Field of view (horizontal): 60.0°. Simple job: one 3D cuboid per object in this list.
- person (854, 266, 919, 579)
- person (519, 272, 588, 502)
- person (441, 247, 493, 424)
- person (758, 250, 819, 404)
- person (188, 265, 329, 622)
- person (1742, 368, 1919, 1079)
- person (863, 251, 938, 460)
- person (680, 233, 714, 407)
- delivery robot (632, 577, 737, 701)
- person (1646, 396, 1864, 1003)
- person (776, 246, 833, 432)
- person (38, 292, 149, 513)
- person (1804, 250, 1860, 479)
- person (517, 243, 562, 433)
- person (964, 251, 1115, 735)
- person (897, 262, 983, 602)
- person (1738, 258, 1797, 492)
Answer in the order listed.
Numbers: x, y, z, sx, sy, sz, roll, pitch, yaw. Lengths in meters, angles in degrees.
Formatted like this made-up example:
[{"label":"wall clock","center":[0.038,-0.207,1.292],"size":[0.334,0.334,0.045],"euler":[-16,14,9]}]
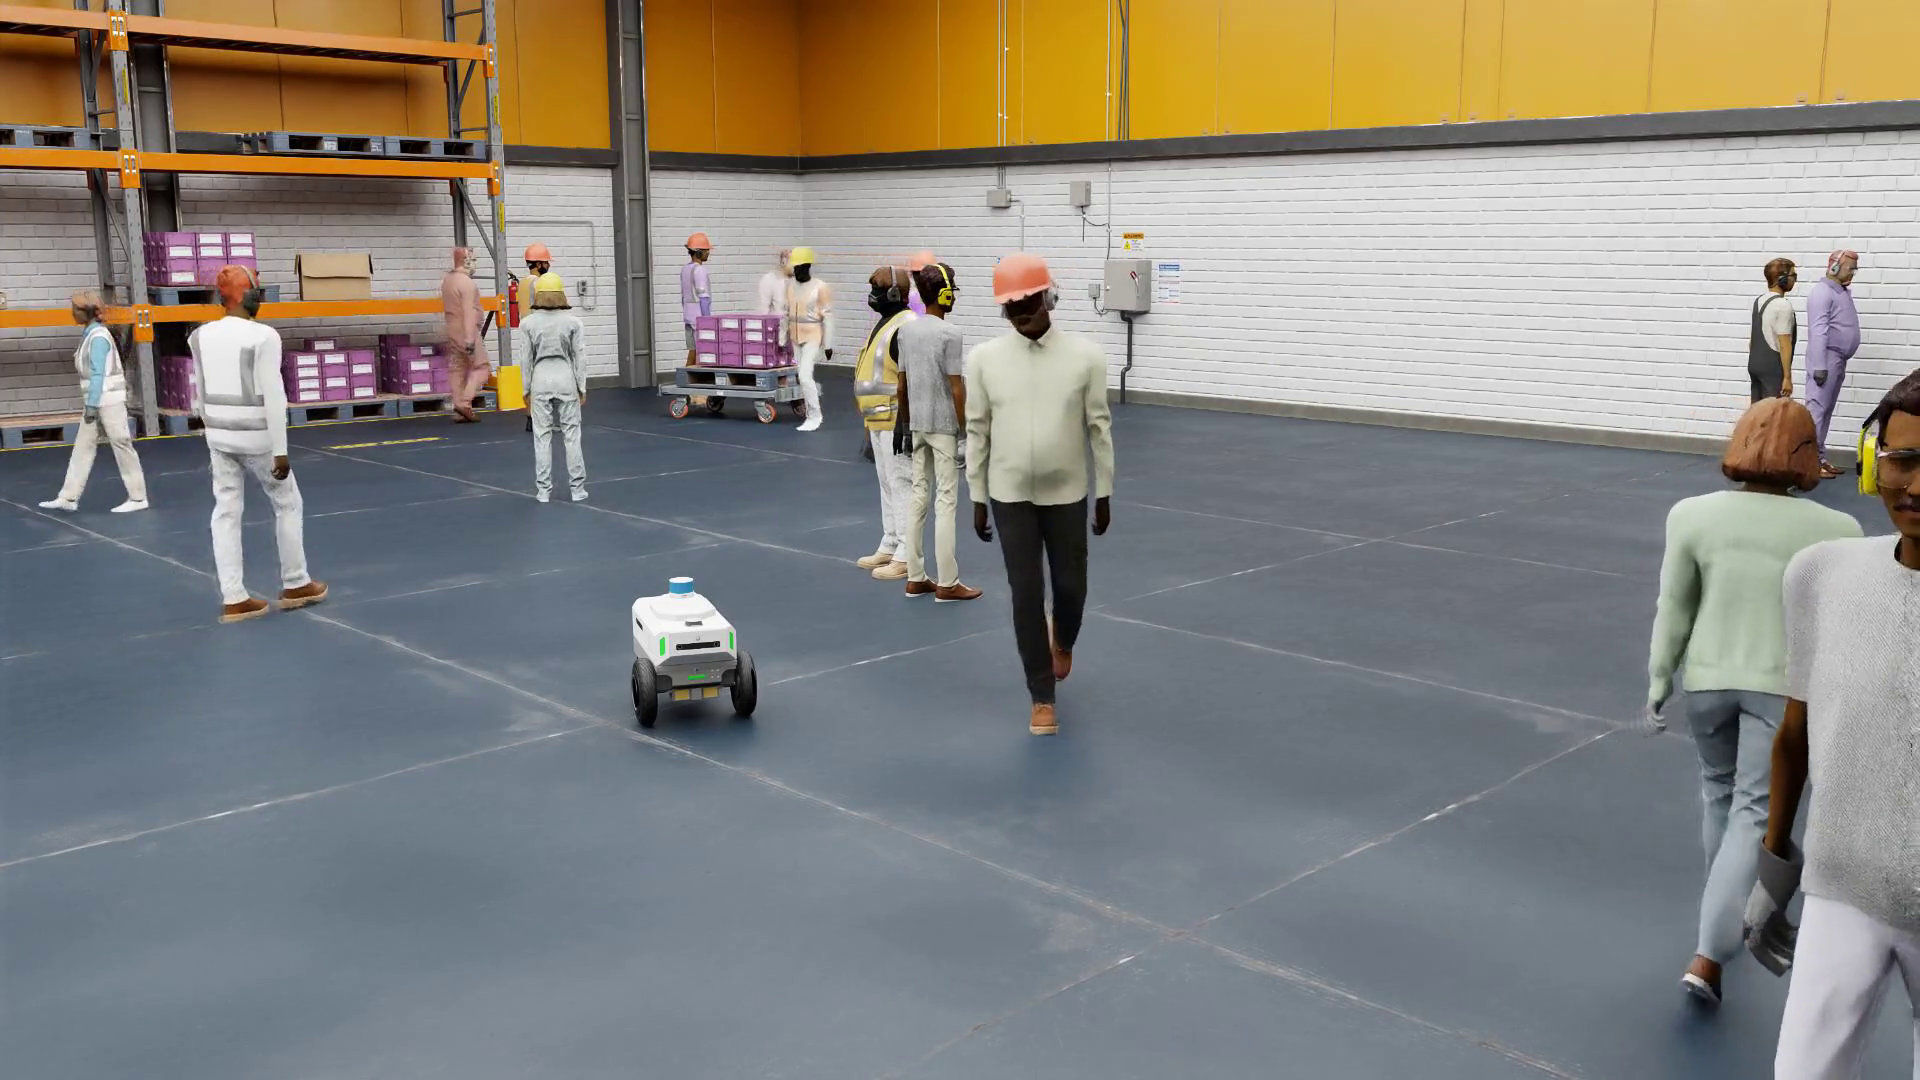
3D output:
[{"label":"person","center":[-0.410,-0.694,9.871],"size":[0.429,1.845,0.621],"euler":[-3,11,-16]},{"label":"person","center":[-3.096,-1.160,12.689],"size":[0.492,1.740,0.325],"euler":[-2,11,-11]},{"label":"person","center":[-5.288,-2.183,17.851],"size":[0.424,1.893,0.643],"euler":[-9,14,-42]},{"label":"person","center":[-2.075,-2.482,19.620],"size":[0.676,1.833,1.027],"euler":[-8,13,-37]},{"label":"person","center":[-3.739,-0.526,8.892],"size":[0.603,1.859,0.782],"euler":[3,11,16]},{"label":"person","center":[1.521,0.627,2.700],"size":[0.951,1.828,0.557],"euler":[-10,14,-43]},{"label":"person","center":[-0.384,-1.606,14.750],"size":[1.037,1.890,0.545],"euler":[1,10,5]},{"label":"person","center":[-3.078,-2.593,19.675],"size":[0.378,2.045,0.605],"euler":[-6,12,-31]},{"label":"delivery robot","center":[-1.191,0.403,7.143],"size":[0.477,0.478,0.707],"euler":[-4,11,-19]},{"label":"person","center":[2.118,0.416,4.481],"size":[0.510,1.597,0.814],"euler":[9,14,40]},{"label":"person","center":[-1.611,-2.056,17.137],"size":[0.594,1.905,0.516],"euler":[9,13,39]},{"label":"person","center":[-6.304,-0.968,11.975],"size":[0.782,1.602,0.545],"euler":[-7,13,-35]},{"label":"person","center":[7.311,-1.473,13.961],"size":[0.407,1.902,0.639],"euler":[9,13,39]},{"label":"person","center":[-4.305,-2.062,17.070],"size":[0.356,1.937,0.552],"euler":[-9,13,-39]},{"label":"person","center":[0.324,-0.214,6.941],"size":[0.626,1.961,0.689],"euler":[0,10,2]},{"label":"person","center":[-0.130,-0.592,9.236],"size":[0.517,1.873,0.328],"euler":[10,14,43]},{"label":"person","center":[6.436,-1.303,13.183],"size":[0.345,1.847,0.508],"euler":[-1,10,-4]}]
